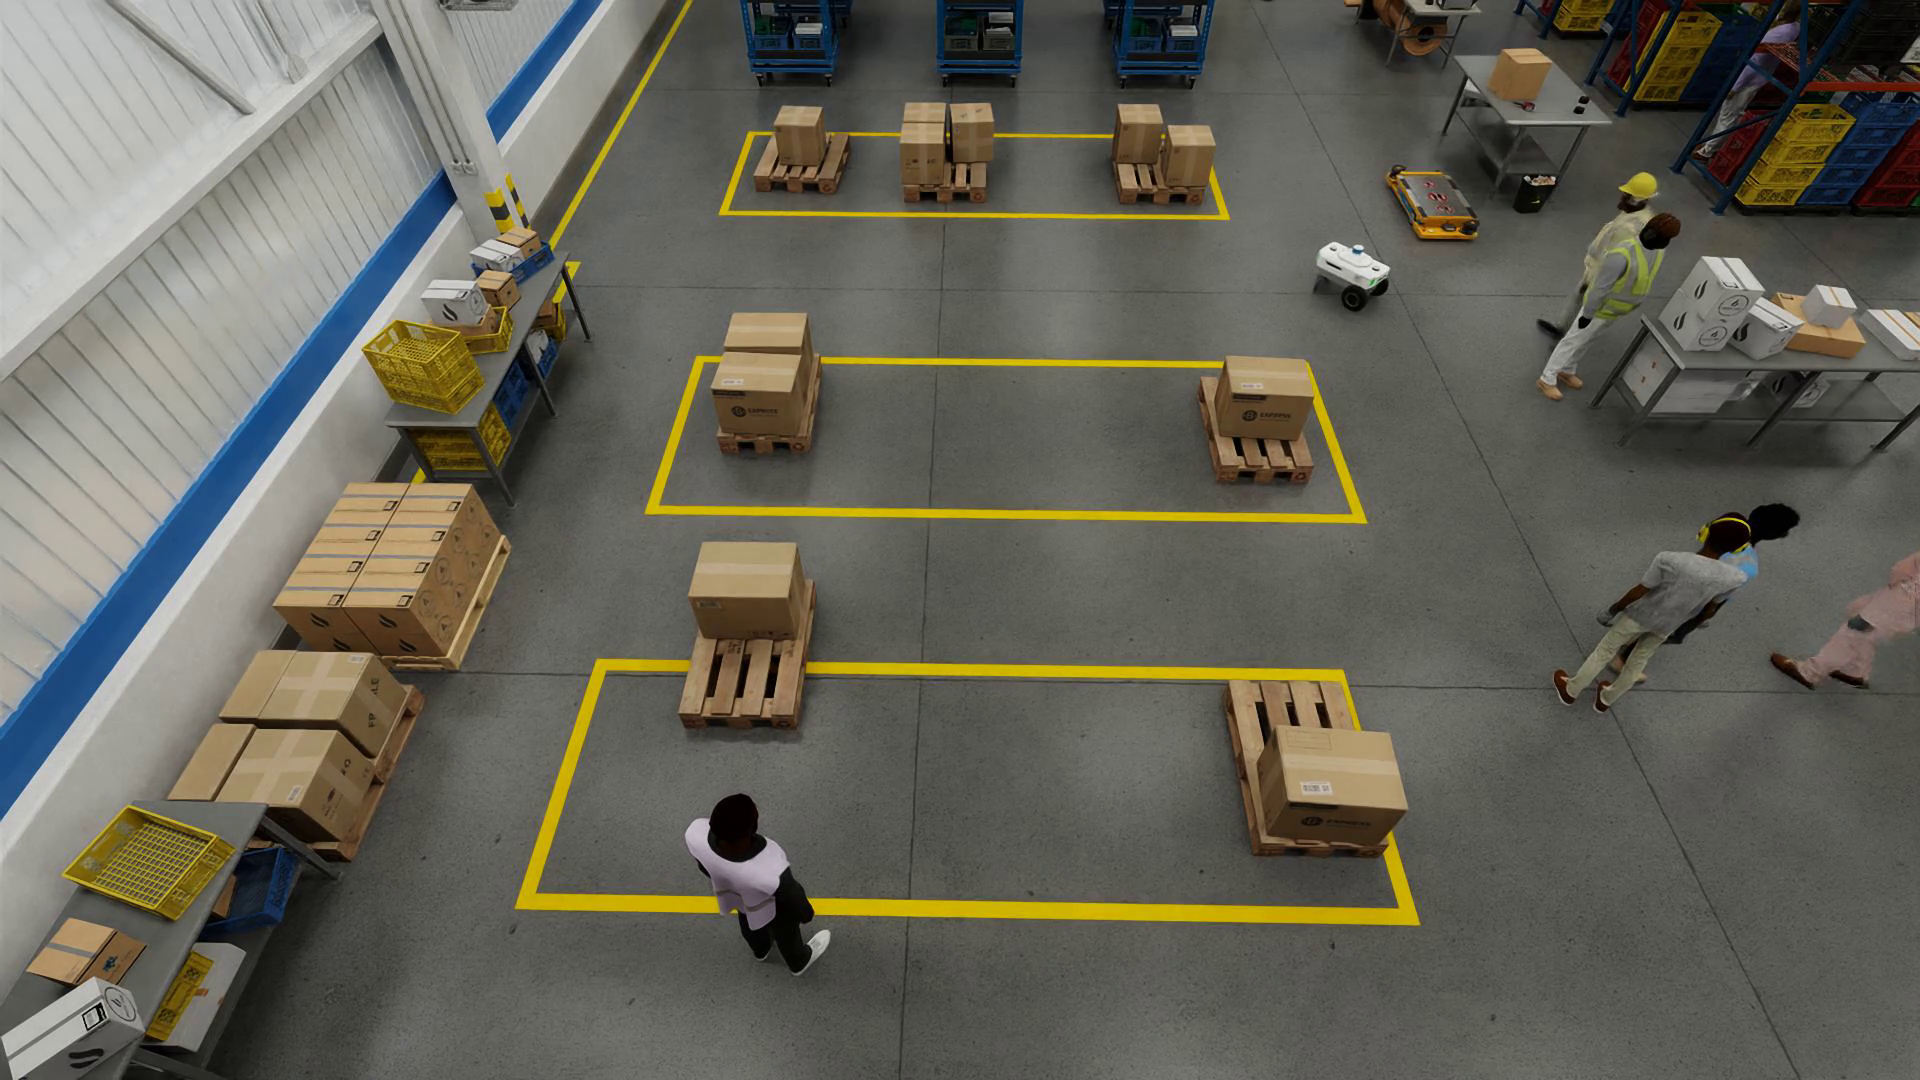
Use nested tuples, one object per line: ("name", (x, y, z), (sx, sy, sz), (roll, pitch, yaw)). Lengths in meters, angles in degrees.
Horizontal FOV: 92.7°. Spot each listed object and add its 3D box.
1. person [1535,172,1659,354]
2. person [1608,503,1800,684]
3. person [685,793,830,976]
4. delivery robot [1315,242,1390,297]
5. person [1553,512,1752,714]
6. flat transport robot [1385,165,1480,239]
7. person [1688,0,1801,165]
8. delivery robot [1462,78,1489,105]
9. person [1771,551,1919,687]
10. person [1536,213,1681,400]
("person", (6.114, -2.603, 8.764), (0.558, 1.808, 0.597), (30, 55, 23))
("person", (5.035, 0.350, 6.281), (0.323, 1.691, 0.542), (17, 51, 14))
("person", (-1.053, 1.855, 4.828), (0.596, 1.918, 0.384), (19, 52, 15))
("delivery robot", (4.184, -2.917, 9.794), (0.477, 0.478, 0.707), (-34, 57, -26))
("person", (4.533, 0.516, 6.024), (0.532, 1.862, 0.312), (15, 51, 13))
("flat transport robot", (5.692, -4.094, 11.059), (0.652, 0.197, 1.431), (1, 49, 1))
("person", (9.721, -5.647, 11.308), (0.632, 1.940, 0.372), (-29, 55, -22))
("delivery robot", (7.367, -6.278, 12.703), (0.707, 0.478, 0.477), (35, 58, 27))
("person", (6.281, 0.404, 6.099), (0.677, 1.886, 0.428), (-21, 52, -17))
("person", (5.881, -2.115, 8.319), (0.624, 1.837, 0.430), (-23, 53, -18))
